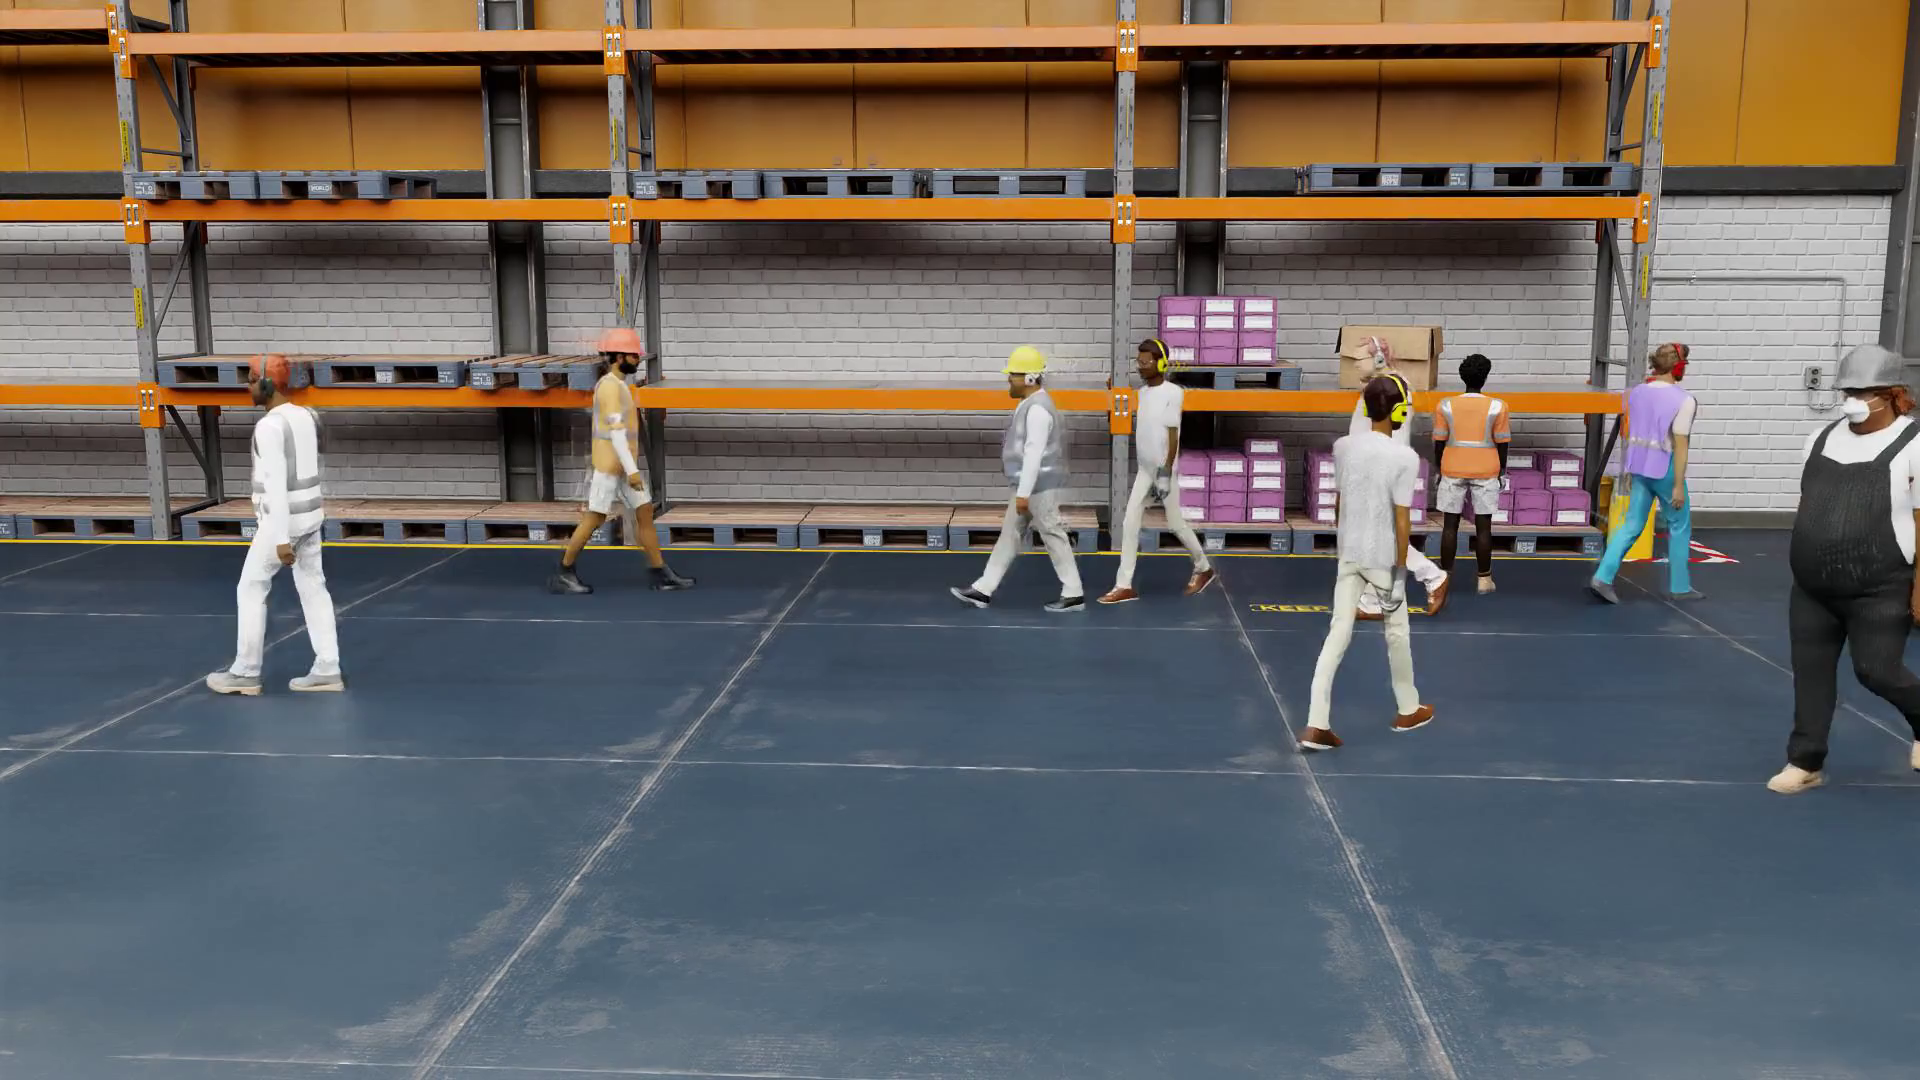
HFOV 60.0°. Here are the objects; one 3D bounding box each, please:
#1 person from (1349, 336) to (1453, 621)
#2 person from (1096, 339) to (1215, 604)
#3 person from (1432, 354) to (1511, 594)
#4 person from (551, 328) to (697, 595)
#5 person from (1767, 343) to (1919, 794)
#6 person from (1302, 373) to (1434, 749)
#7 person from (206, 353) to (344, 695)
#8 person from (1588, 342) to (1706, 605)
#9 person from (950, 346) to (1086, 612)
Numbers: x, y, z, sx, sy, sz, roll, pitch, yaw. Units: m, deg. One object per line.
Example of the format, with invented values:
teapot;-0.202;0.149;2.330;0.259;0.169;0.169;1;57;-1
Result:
person;2.824;-0.388;10.816;0.657;1.874;0.662;0;10;1
person;1.408;-0.484;11.517;0.956;1.829;0.502;-7;12;-34
person;3.603;-0.462;11.752;0.535;1.697;0.318;4;11;23
person;-2.427;-0.540;11.684;1.007;1.891;0.559;0;10;2
person;4.034;0.116;7.363;0.789;2.000;0.694;-5;11;-26
person;2.010;0.103;8.118;0.512;1.814;0.980;9;13;42
person;-3.769;-0.078;9.022;0.811;1.859;0.587;1;10;7
person;4.722;-0.444;11.333;0.920;1.805;0.580;-4;10;-22
person;0.420;-0.391;11.073;0.934;1.780;0.621;-1;10;-6
